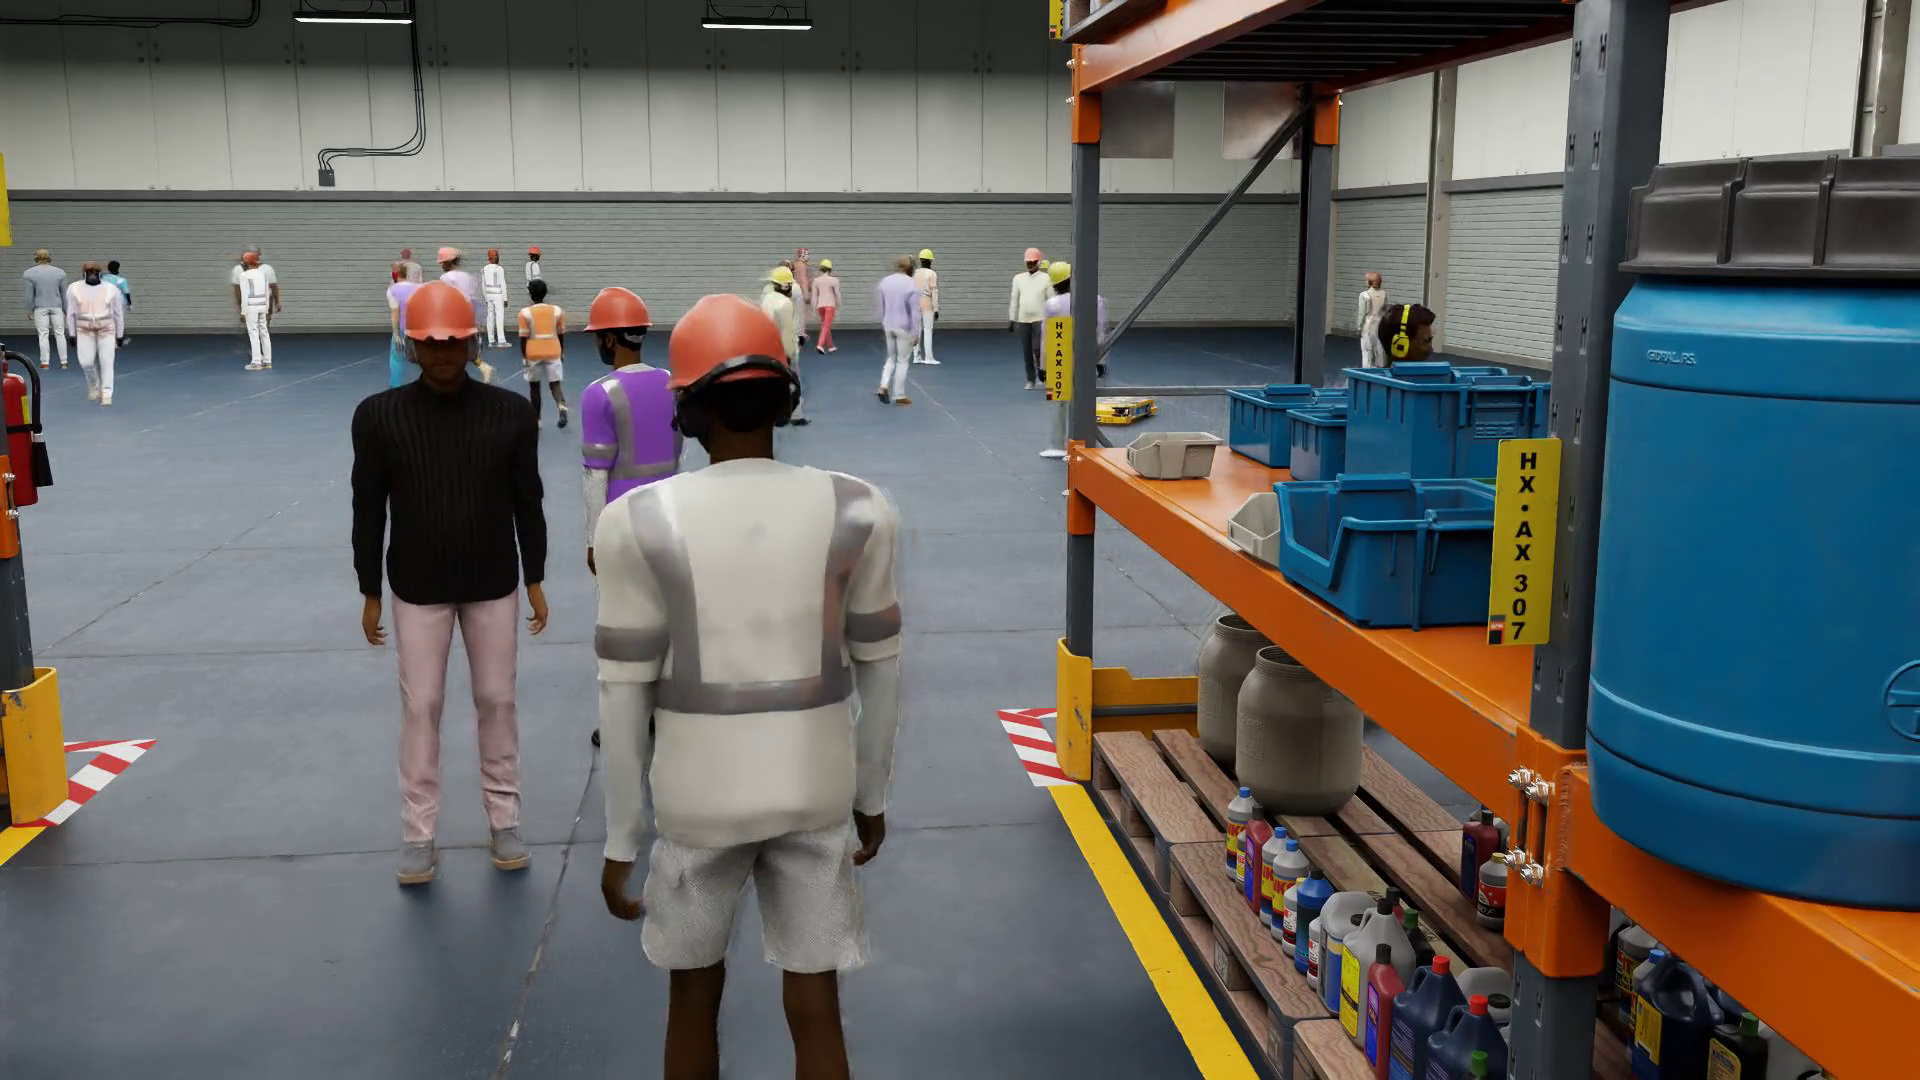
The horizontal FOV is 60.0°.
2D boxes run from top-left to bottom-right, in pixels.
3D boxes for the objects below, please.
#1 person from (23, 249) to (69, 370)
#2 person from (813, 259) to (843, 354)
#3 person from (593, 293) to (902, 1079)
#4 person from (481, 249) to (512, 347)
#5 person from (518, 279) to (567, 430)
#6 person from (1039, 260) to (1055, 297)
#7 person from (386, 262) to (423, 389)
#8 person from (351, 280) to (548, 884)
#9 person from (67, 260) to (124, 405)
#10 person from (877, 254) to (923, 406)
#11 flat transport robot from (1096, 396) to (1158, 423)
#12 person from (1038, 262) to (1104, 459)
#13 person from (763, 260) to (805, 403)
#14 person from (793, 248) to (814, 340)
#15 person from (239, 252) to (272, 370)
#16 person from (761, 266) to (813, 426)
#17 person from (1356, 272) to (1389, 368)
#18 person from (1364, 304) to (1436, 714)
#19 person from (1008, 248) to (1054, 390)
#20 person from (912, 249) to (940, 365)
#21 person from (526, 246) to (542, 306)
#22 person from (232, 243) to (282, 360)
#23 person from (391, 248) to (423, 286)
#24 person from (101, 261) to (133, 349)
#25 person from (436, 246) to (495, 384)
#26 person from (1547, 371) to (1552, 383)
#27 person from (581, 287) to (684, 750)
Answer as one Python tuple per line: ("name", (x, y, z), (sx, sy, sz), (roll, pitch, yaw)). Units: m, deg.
("person", (-14.690, -3.709, 26.788), (0.633, 1.939, 0.368), (-8, 13, -38))
("person", (-2.471, -4.281, 30.512), (0.520, 1.723, 0.925), (5, 12, 26))
("person", (-0.428, 0.523, 3.426), (0.628, 2.013, 0.672), (-3, 11, -16))
("person", (-9.006, -4.683, 32.275), (0.575, 1.885, 0.355), (6, 12, 30))
("person", (-4.562, -2.026, 18.261), (0.538, 1.676, 0.639), (-6, 12, -28))
("person", (1.523, -4.162, 29.908), (0.492, 1.710, 0.841), (4, 11, 20))
("person", (-7.248, -2.753, 21.904), (0.909, 1.812, 0.569), (6, 12, 30))
("person", (-1.676, 0.144, 5.512), (0.622, 1.990, 0.401), (-4, 11, -20))
("person", (-10.953, -2.621, 21.106), (0.648, 1.833, 0.435), (-4, 11, -23))
("person", (-0.747, -2.639, 21.000), (0.655, 1.910, 0.471), (7, 12, 34))
("flat transport robot", (1.822, -1.536, 19.450), (0.652, 0.197, 1.431), (4, 11, 21))
("person", (1.066, -1.706, 15.958), (0.671, 1.886, 0.388), (-2, 11, -10))
("person", (-2.226, -2.663, 21.342), (0.627, 1.836, 0.430), (8, 13, 38))
("person", (-3.245, -5.090, 34.486), (0.397, 1.903, 0.688), (-3, 11, -17))
("person", (-11.377, -3.690, 26.833), (0.337, 1.882, 0.583), (4, 11, 20))
("person", (-2.068, -2.149, 18.596), (0.798, 1.810, 0.589), (-8, 13, -38))
("person", (5.823, -2.959, 23.502), (0.517, 1.638, 0.308), (-5, 12, -27))
("person", (1.882, -0.107, 7.301), (0.551, 1.844, 0.568), (2, 11, 11))
("person", (0.987, -3.069, 23.160), (0.632, 1.976, 0.440), (5, 11, 23))
("person", (-0.584, -3.898, 27.862), (0.594, 1.922, 0.385), (8, 13, 39))
("person", (-9.161, -5.375, 35.916), (0.350, 1.941, 0.545), (-8, 13, -36))
("person", (-12.194, -4.163, 28.992), (0.693, 2.000, 0.765), (0, 10, 2))
("person", (-11.938, -5.358, 35.980), (0.654, 1.880, 0.770), (-7, 12, -33))
("person", (-16.092, -4.492, 31.824), (0.552, 1.652, 0.863), (1, 10, 7))
("person", (-6.904, -3.071, 23.126), (0.880, 2.010, 0.619), (3, 11, 15))
("person", (2.692, 0.002, 7.377), (0.495, 1.595, 0.807), (1, 10, 4))
("person", (-1.376, -0.082, 6.951), (0.386, 1.930, 0.541), (7, 13, 35))
